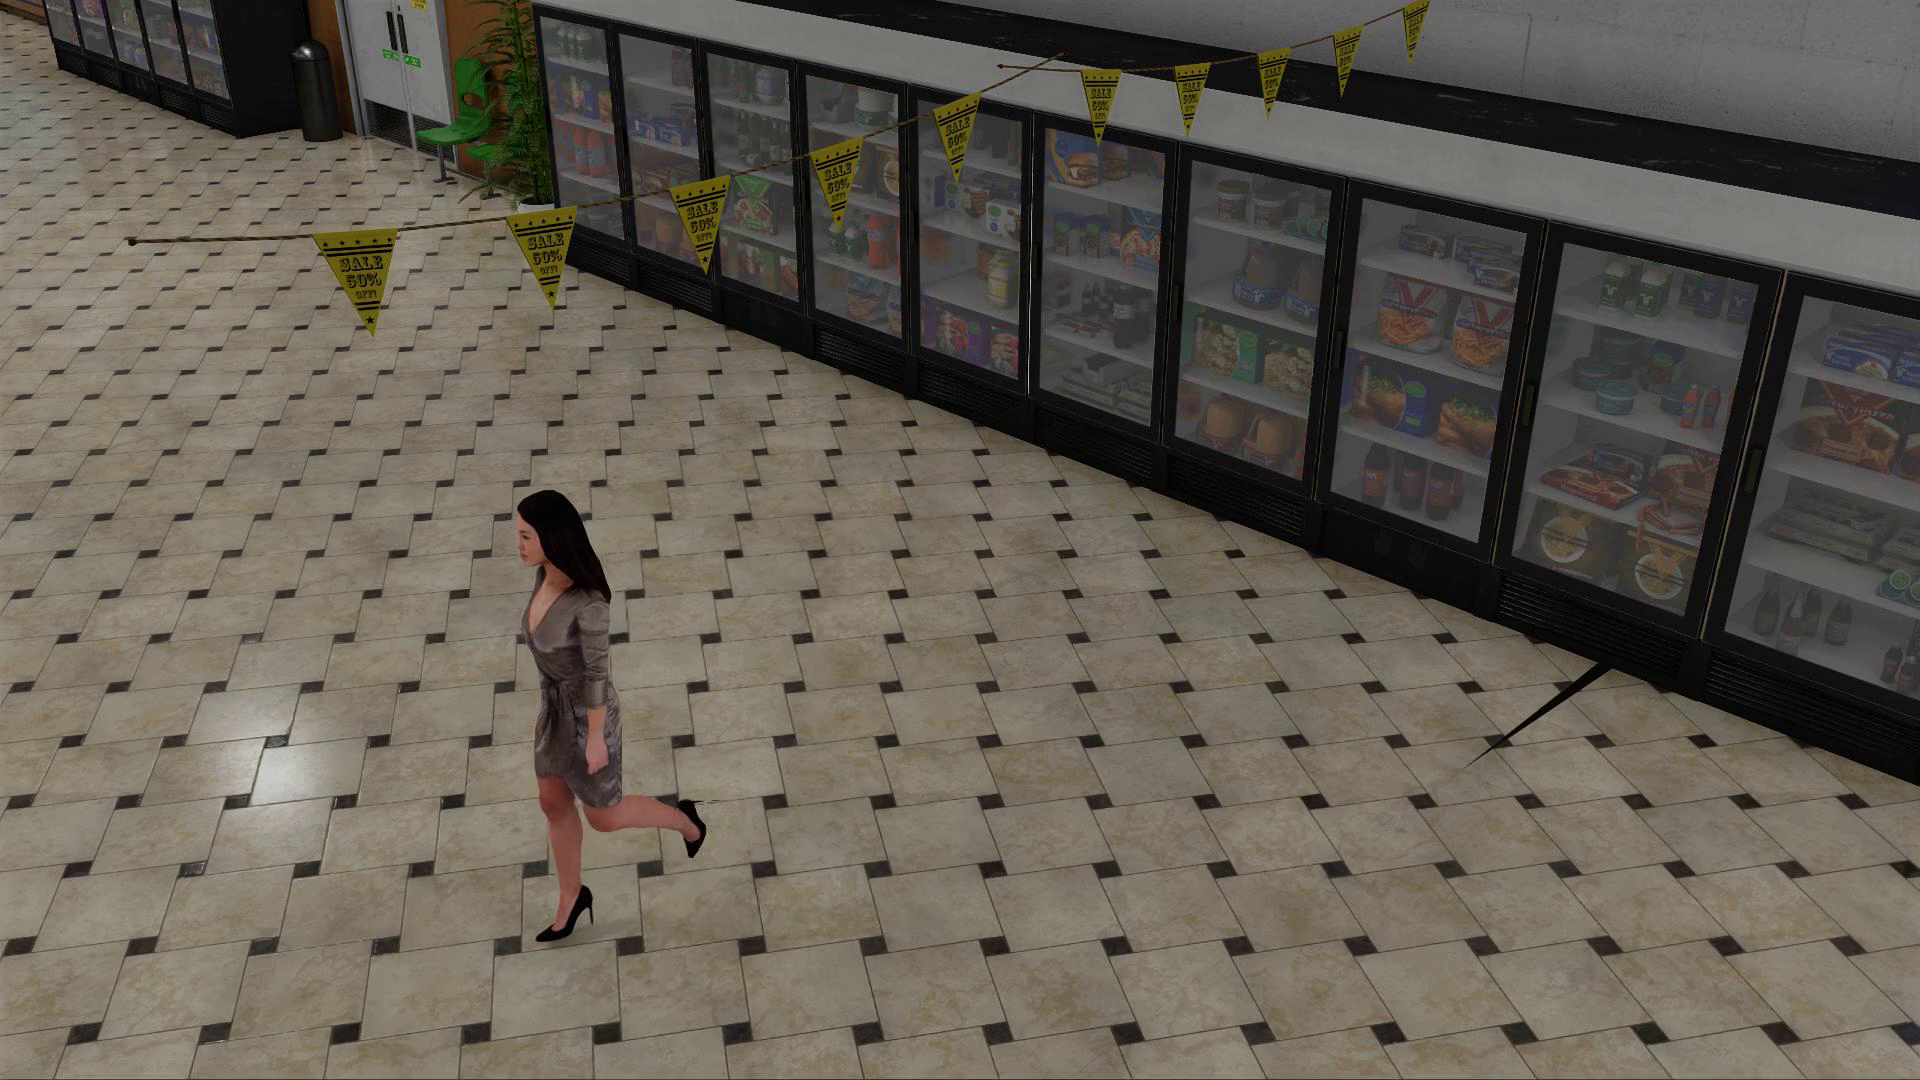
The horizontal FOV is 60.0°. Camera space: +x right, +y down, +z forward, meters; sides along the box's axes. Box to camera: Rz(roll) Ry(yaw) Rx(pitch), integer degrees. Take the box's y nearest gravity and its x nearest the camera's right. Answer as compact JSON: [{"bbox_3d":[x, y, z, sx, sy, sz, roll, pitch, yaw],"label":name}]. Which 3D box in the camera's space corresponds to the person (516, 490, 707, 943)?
[{"bbox_3d":[-1.259,0.622,5.799,0.944,1.727,0.617,-22,34,-36],"label":"person"}]
